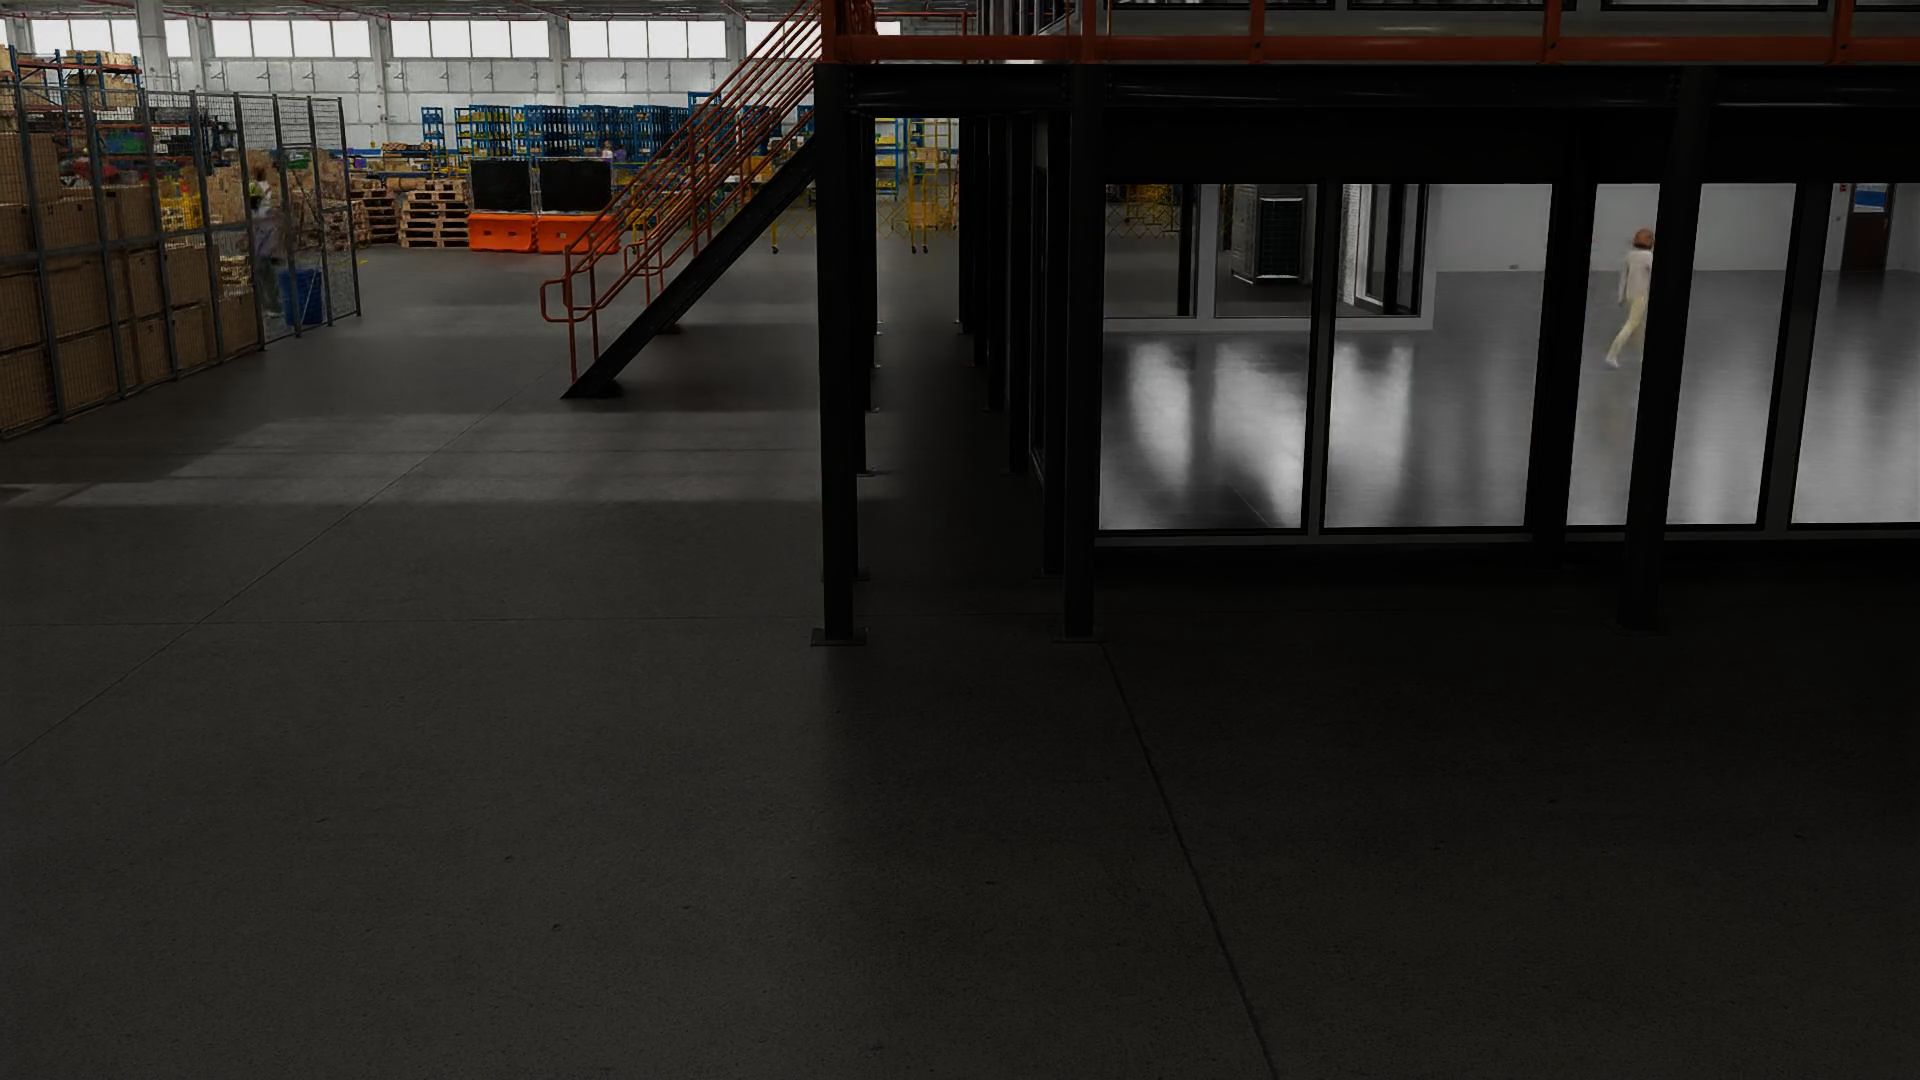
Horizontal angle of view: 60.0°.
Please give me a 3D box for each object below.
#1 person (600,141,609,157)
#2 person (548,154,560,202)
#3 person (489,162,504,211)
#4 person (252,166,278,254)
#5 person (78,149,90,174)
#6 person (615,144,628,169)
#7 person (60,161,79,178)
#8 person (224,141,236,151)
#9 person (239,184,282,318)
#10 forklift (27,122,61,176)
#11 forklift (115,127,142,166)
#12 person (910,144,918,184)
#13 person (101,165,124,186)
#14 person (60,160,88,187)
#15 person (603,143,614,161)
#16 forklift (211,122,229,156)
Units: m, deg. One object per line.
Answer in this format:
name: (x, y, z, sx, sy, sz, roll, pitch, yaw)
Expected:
person: (-16.249, -17.342, 76.486, 0.619, 1.981, 0.440, 6, 15, 21)
person: (-12.377, -10.856, 50.819, 0.406, 1.855, 0.515, -4, 15, -14)
person: (-12.504, -9.369, 45.102, 0.727, 1.738, 0.532, -10, 17, -34)
person: (-14.906, -7.026, 35.476, 0.525, 1.867, 0.581, 3, 14, 10)
person: (-34.078, -14.348, 64.875, 0.586, 1.788, 0.932, -1, 14, -6)
person: (-16.035, -17.850, 78.818, 0.578, 1.831, 0.433, 1, 14, 5)
person: (-20.389, -7.710, 38.130, 0.856, 1.897, 0.557, -3, 14, -10)
person: (-35.210, -18.286, 80.394, 0.620, 1.918, 0.885, -9, 17, -33)
person: (-10.038, -4.087, 23.631, 0.682, 1.903, 0.623, -12, 19, -41)
forklift: (-35.376, -14.773, 64.377, 1.129, 2.768, 1.873, -1, 14, -2)
forklift: (-35.922, -16.877, 72.786, 1.873, 2.768, 1.129, -1, 14, -2)
person: (-2.083, -17.325, 76.753, 0.477, 1.805, 0.659, -5, 15, -20)
person: (-15.213, -5.699, 29.872, 0.854, 2.006, 0.634, -2, 14, -6)
person: (-17.631, -6.516, 33.080, 0.684, 2.000, 0.538, -6, 15, -21)
person: (-15.571, -16.647, 73.859, 0.407, 1.902, 0.639, 4, 15, 17)
forklift: (-40.317, -21.355, 90.685, 1.873, 2.768, 1.129, 7, 16, 27)
